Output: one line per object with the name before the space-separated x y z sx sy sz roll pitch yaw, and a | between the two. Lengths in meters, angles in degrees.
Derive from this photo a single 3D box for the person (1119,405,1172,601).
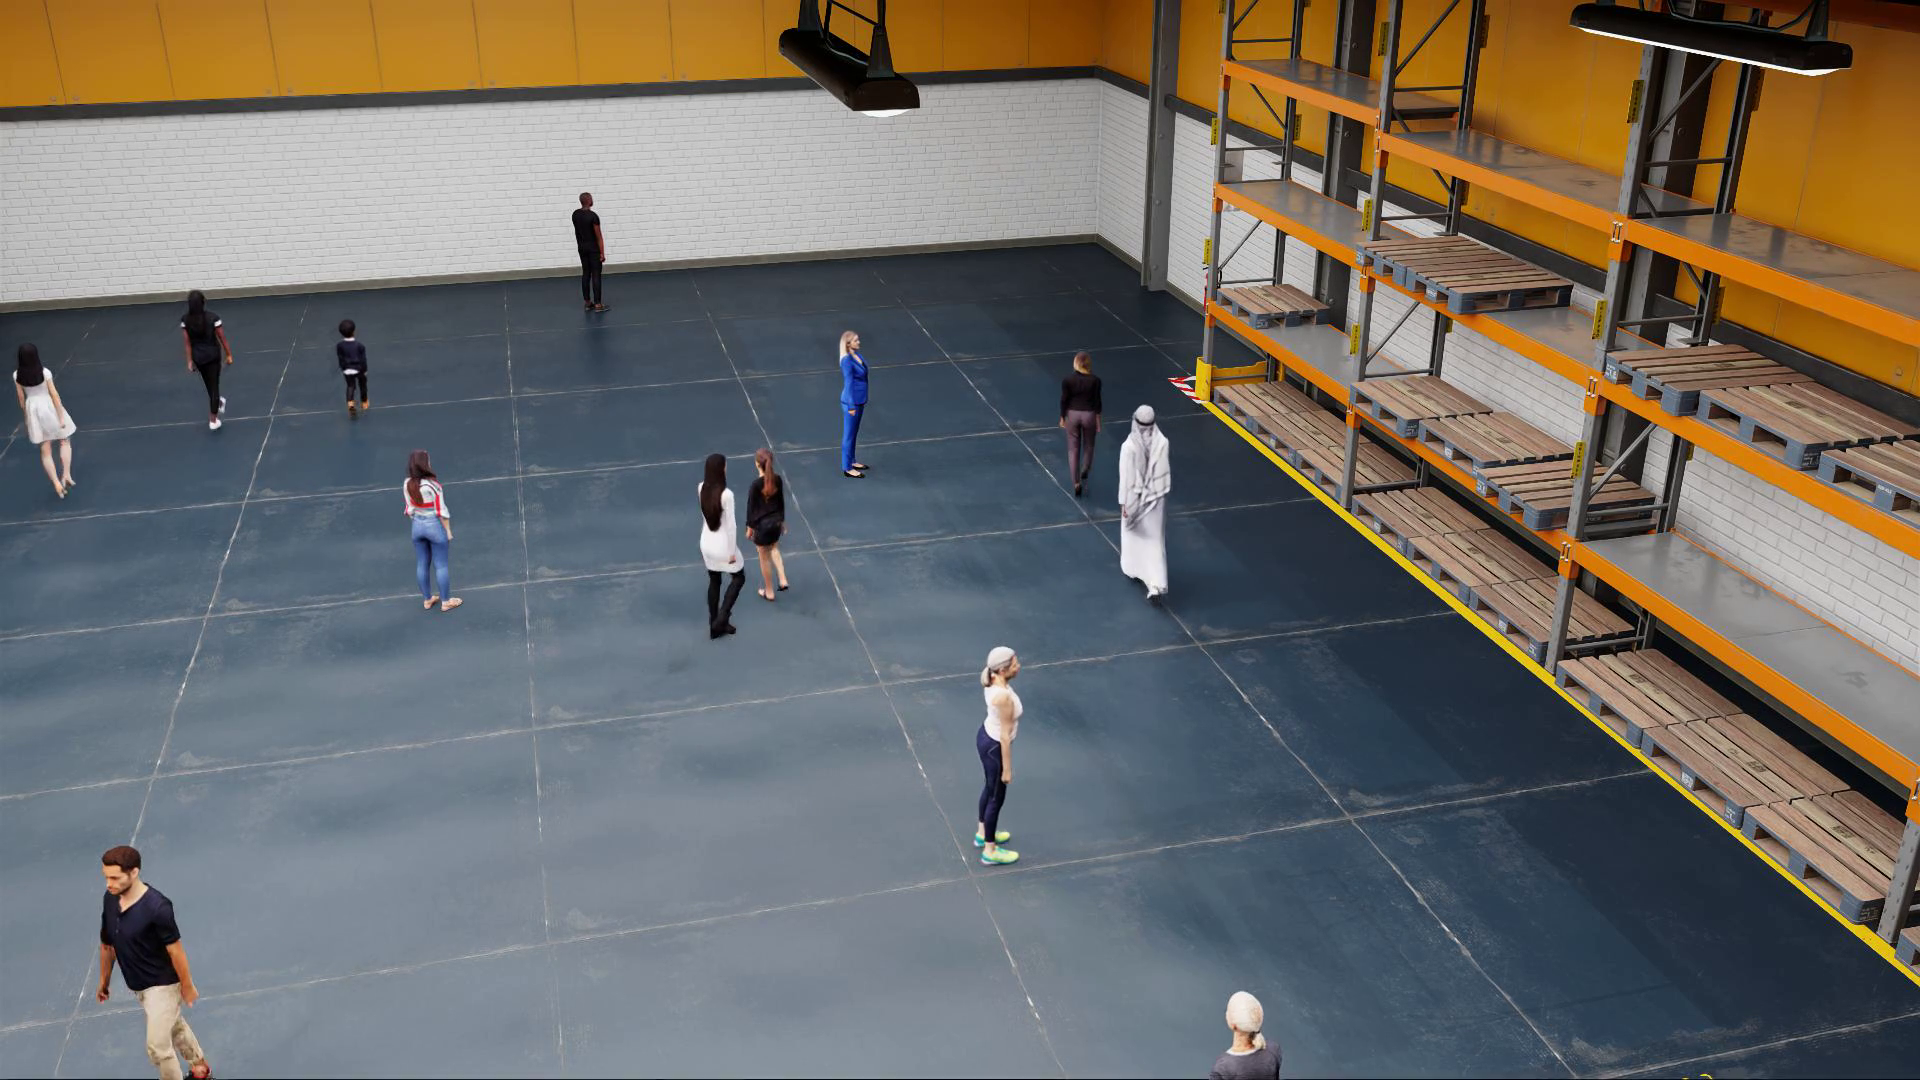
person | 1.807 -0.338 16.000 0.829 1.895 1.291 -1 24 -3

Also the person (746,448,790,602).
person | -1.815 -0.128 15.955 0.650 1.547 0.708 -19 30 -37

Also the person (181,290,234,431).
person | -9.283 -2.187 20.499 0.675 1.680 1.170 -5 24 -10

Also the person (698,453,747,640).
person | -2.261 0.098 15.128 0.744 1.795 0.810 15 28 30

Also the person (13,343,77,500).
person | -10.114 -1.286 18.333 0.653 1.763 0.766 -4 24 -10

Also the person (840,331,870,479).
person | -1.245 -1.573 19.069 0.755 1.700 0.624 4 24 9

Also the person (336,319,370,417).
person | -7.693 -2.178 21.062 0.586 1.211 0.830 -2 24 -5

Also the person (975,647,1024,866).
person | 0.254 1.522 11.990 0.677 1.699 0.494 -5 24 -11

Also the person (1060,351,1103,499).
person | 1.337 -1.248 18.385 0.756 1.651 0.942 0 24 1

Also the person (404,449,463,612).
person | -5.053 -0.101 15.809 0.663 1.613 0.675 7 24 15

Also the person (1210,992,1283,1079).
person | 1.490 3.084 8.434 0.650 1.685 1.081 -8 25 -18

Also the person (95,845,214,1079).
person | -4.578 2.491 9.608 0.912 1.831 0.978 12 26 26

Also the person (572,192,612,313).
person | -5.652 -4.402 25.392 0.732 1.819 0.791 13 27 27
